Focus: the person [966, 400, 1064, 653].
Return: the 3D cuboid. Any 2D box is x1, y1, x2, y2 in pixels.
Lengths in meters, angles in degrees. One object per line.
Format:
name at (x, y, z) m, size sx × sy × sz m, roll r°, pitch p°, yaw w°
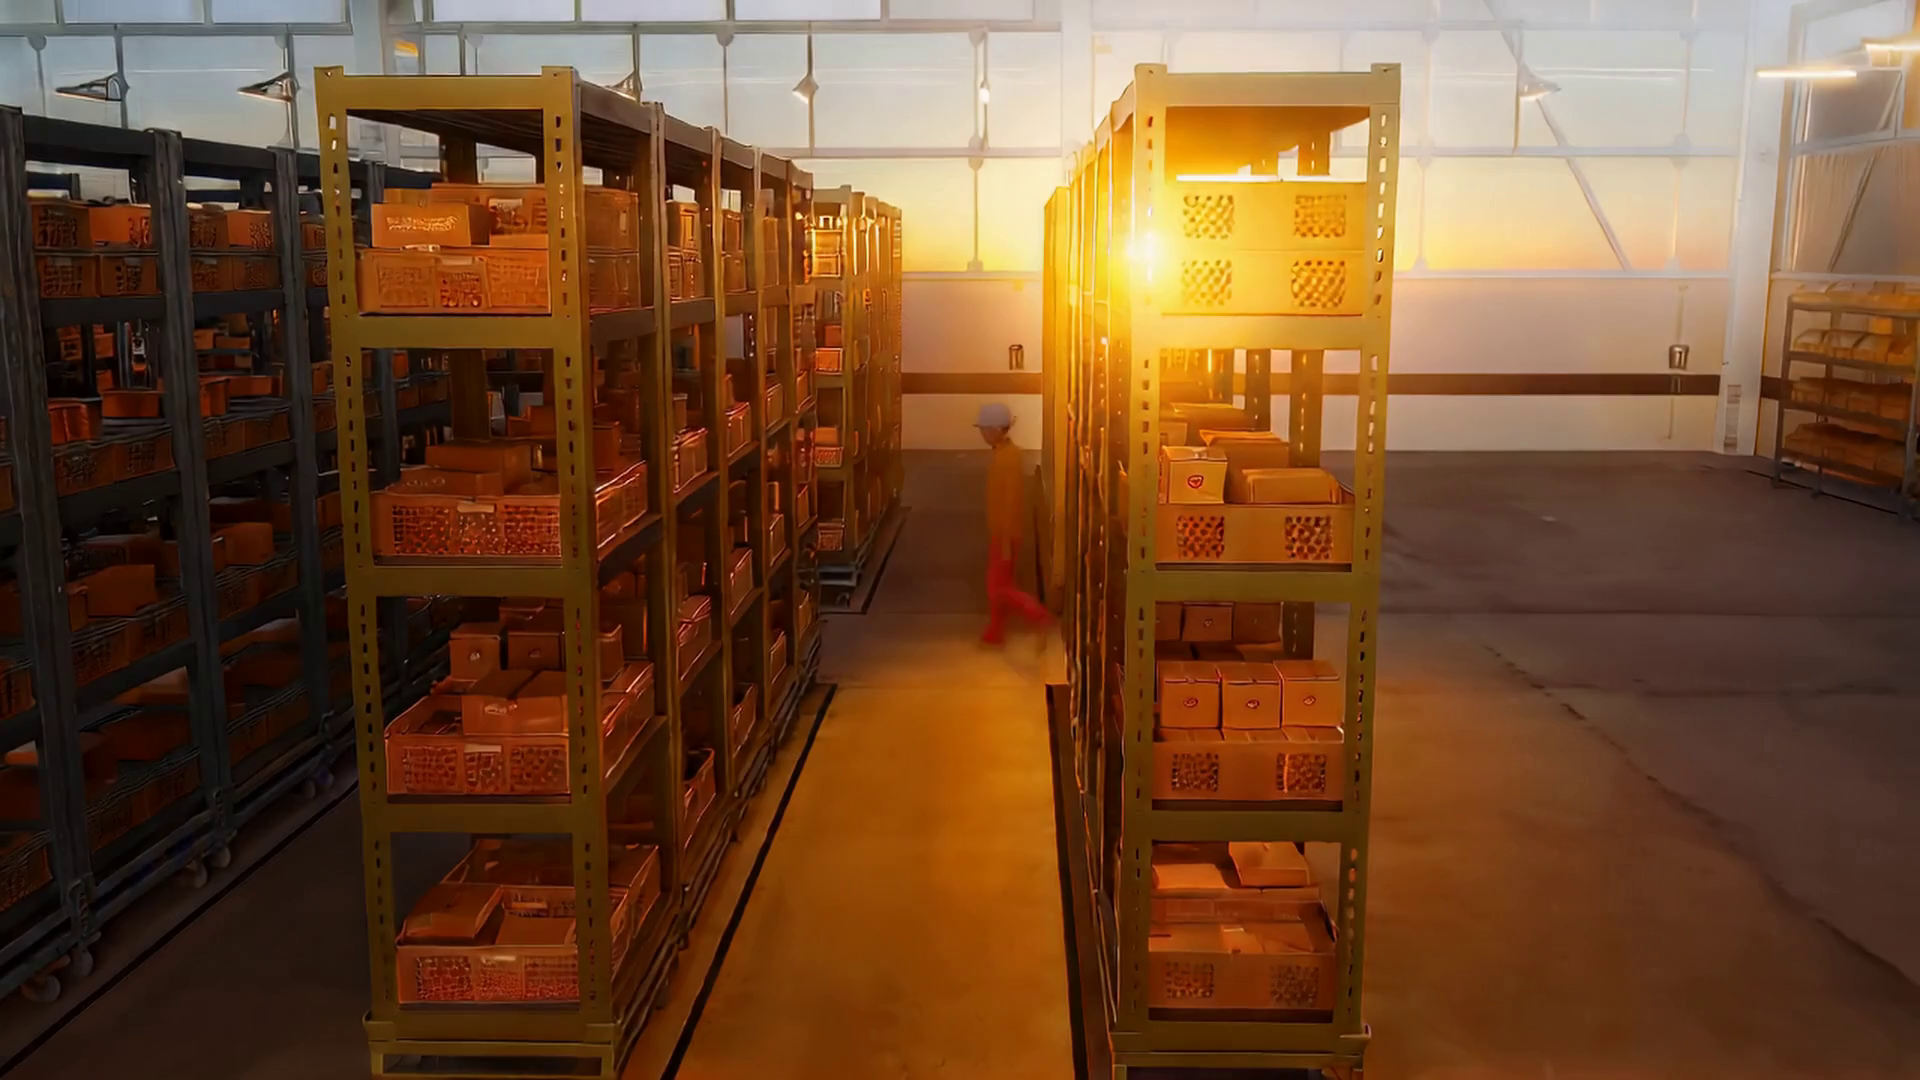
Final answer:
person at (0.409, -0.072, 12.523) m, size 0.675 × 1.975 × 0.633 m, roll 1°, pitch 10°, yaw 7°
